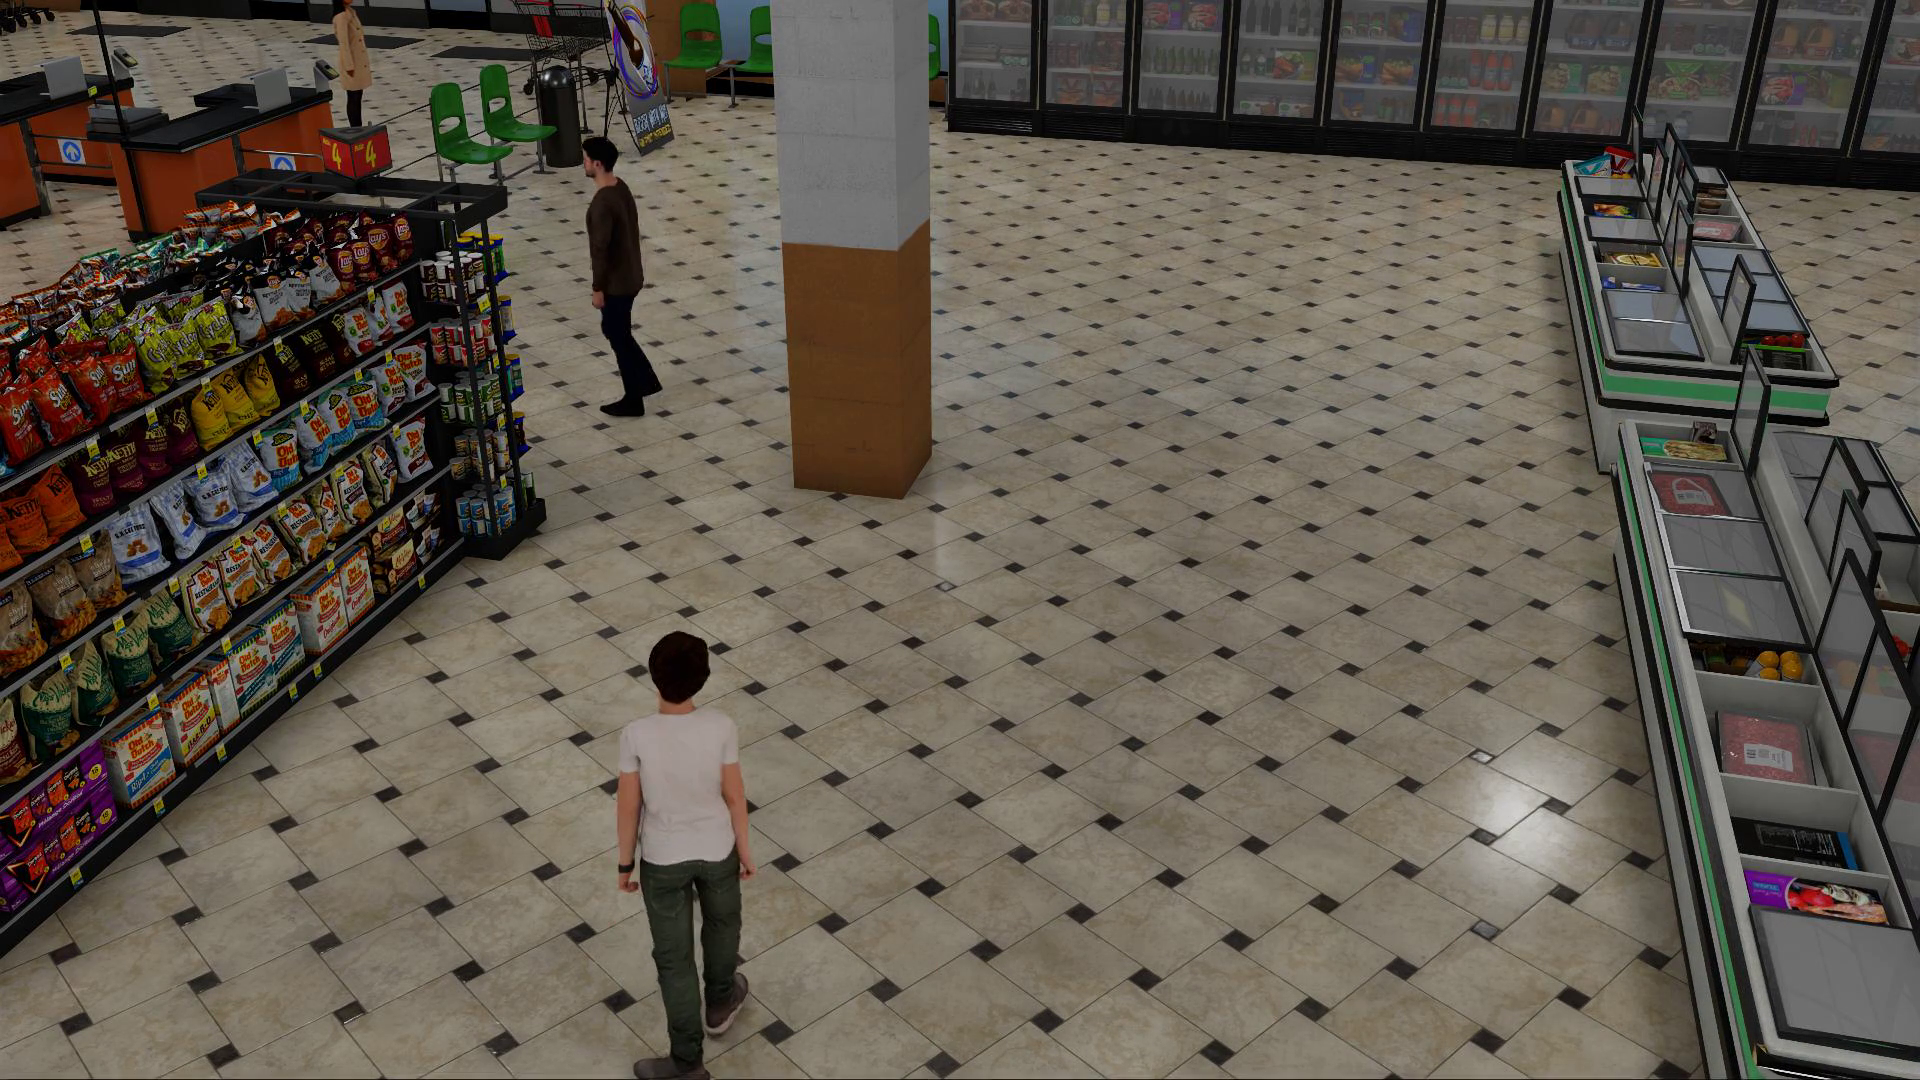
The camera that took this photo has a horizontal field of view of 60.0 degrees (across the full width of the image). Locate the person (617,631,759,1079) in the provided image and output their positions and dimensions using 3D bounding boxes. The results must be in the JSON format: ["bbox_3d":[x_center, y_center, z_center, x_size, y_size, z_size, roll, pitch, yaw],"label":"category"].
[{"bbox_3d":[-0.931,1.108,5.613,0.846,1.627,0.915,-11,29,-21],"label":"person"}]

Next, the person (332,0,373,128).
[{"bbox_3d":[-6.488,-5.078,17.751,0.762,1.681,0.584,-2,27,-3],"label":"person"}]

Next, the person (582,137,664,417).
[{"bbox_3d":[-2.158,-1.693,10.858,0.778,1.878,0.654,2,27,4],"label":"person"}]
